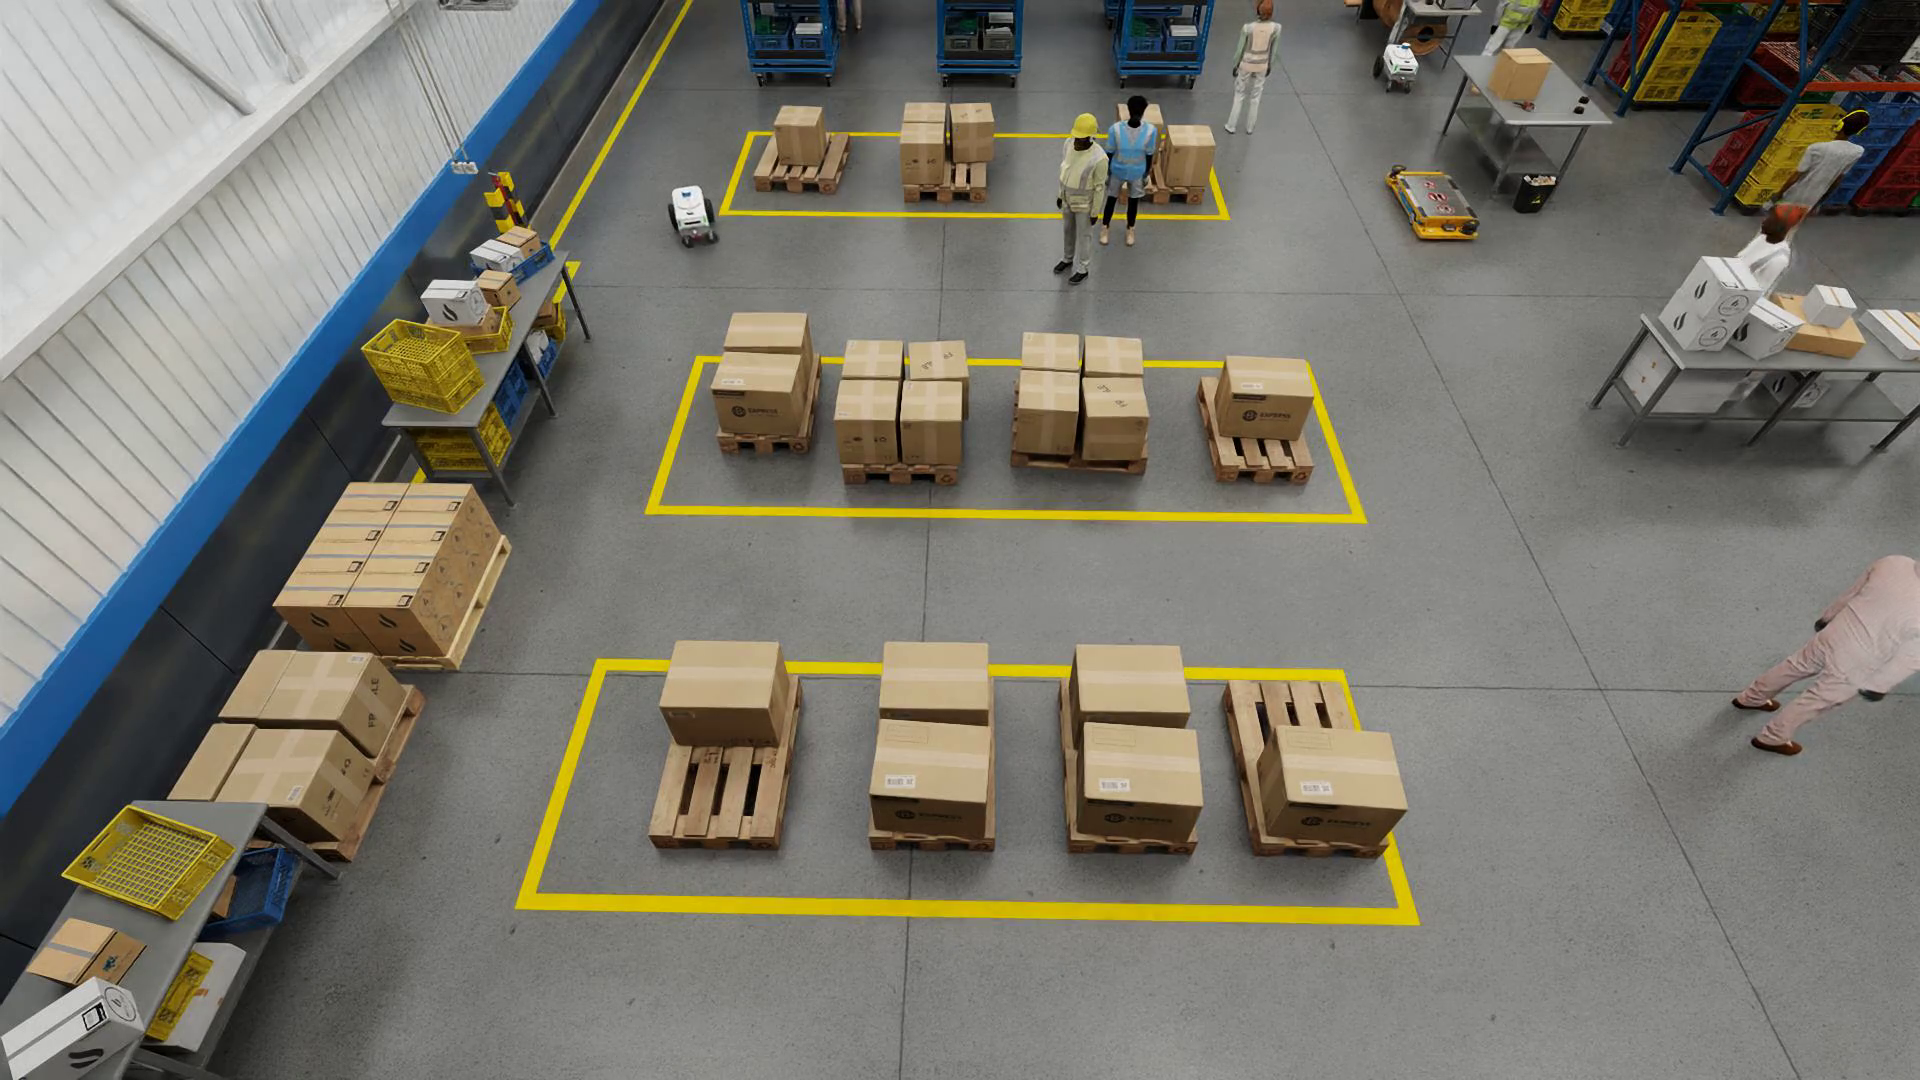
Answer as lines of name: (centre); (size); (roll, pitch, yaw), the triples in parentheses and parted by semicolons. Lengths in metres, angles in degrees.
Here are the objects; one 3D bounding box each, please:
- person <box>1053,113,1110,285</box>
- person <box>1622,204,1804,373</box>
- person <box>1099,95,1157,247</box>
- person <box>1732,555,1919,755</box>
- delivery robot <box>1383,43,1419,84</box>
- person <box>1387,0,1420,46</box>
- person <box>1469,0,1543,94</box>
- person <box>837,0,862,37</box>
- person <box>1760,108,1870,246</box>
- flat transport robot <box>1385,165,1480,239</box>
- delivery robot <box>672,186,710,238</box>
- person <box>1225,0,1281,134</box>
person: (1.230, -3.547, 9.569); (0.403, 1.827, 0.591); (-30, 56, -24)
person: (6.997, -2.205, 8.399); (0.822, 1.847, 0.588); (16, 51, 14)
person: (1.835, -4.040, 10.081); (0.541, 1.691, 0.320); (5, 49, 4)
person: (5.749, 0.695, 5.849); (0.400, 1.900, 0.649); (6, 49, 5)
delivery robot: (6.373, -6.919, 13.258); (0.477, 0.478, 0.707); (4, 49, 4)
person: (6.597, -7.917, 13.281); (0.367, 1.932, 0.629); (18, 51, 15)
person: (7.676, -7.173, 12.697); (0.624, 1.838, 0.430); (-6, 49, -5)
person: (-1.759, -8.839, 14.046); (0.622, 1.982, 0.412); (-19, 52, -16)
person: (8.686, -3.524, 9.515); (0.519, 1.874, 0.331); (8, 50, 7)
flat transport robot: (5.692, -4.094, 11.059); (0.652, 0.197, 1.431); (1, 49, 1)
delivery robot: (-3.107, -3.803, 10.561); (0.477, 0.478, 0.707); (-12, 50, -10)
person: (3.812, -6.149, 11.947); (0.516, 1.632, 0.315); (3, 49, 3)
